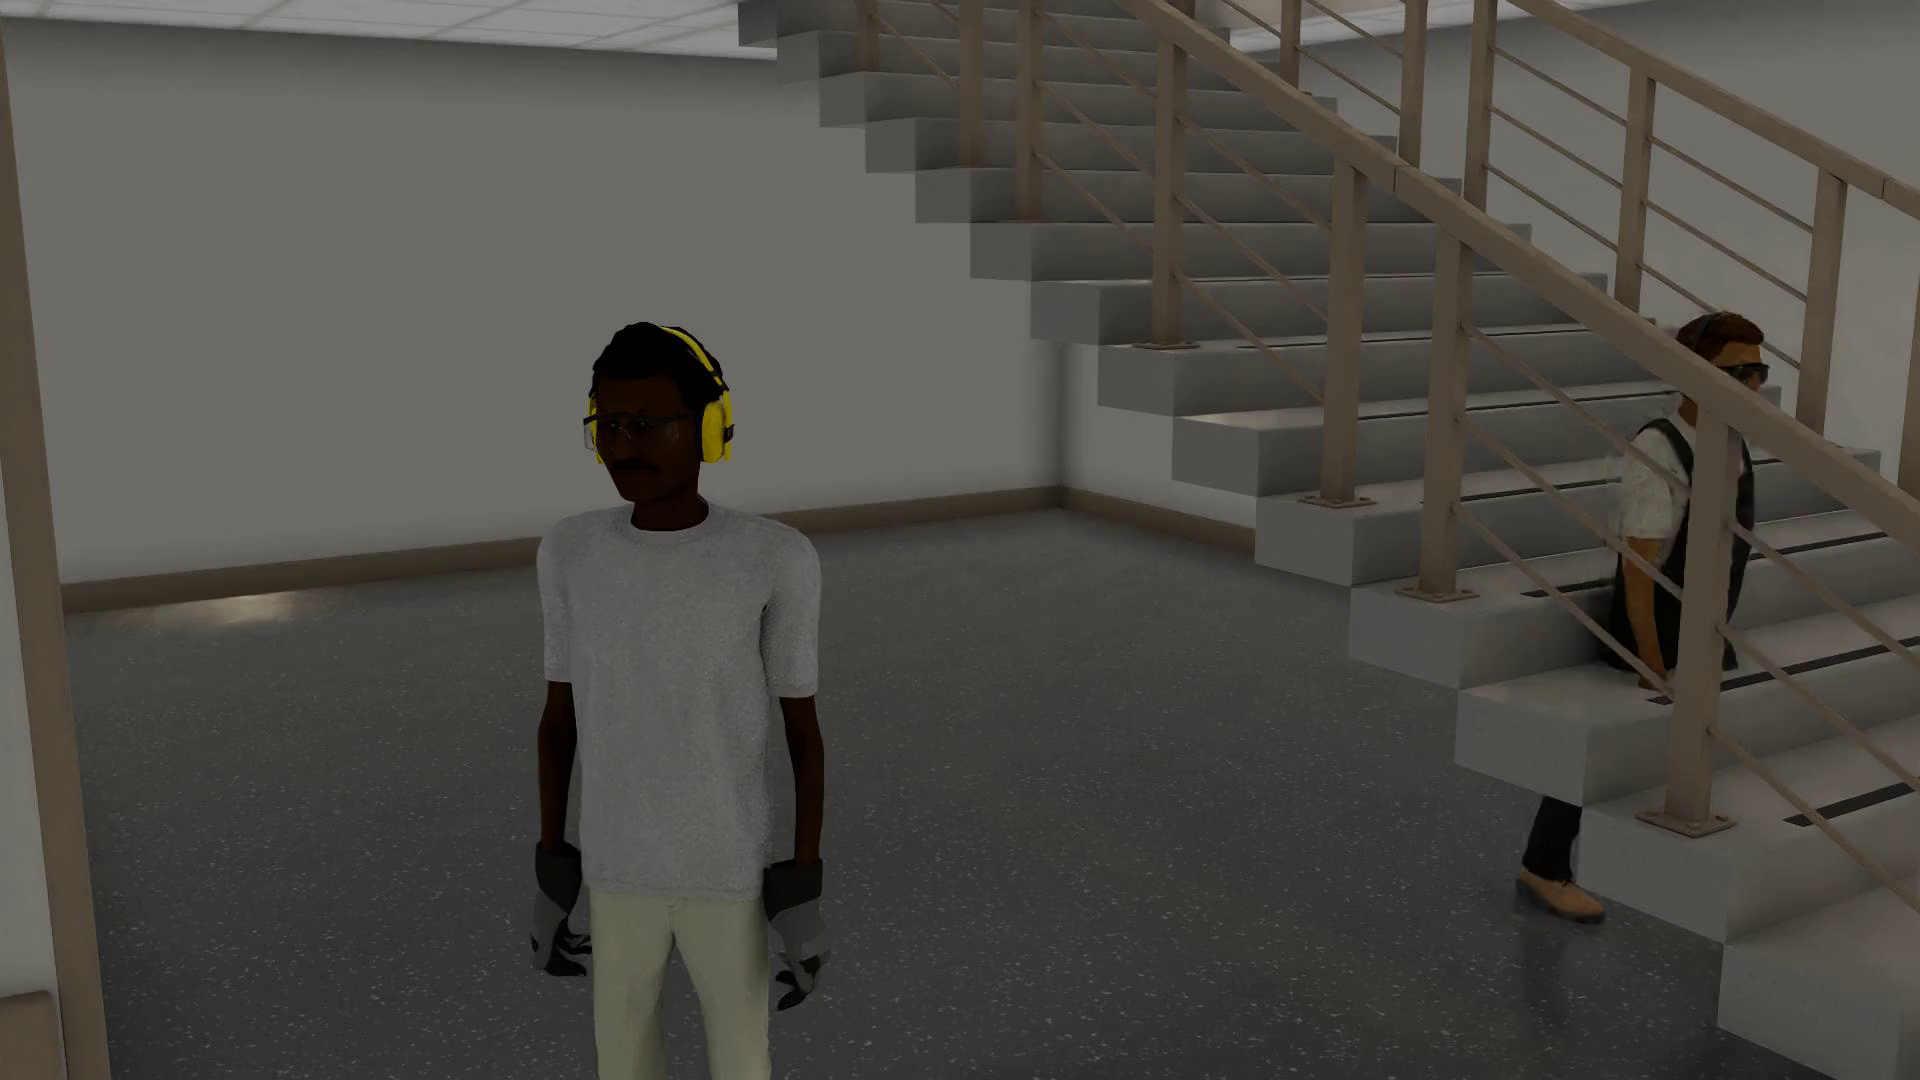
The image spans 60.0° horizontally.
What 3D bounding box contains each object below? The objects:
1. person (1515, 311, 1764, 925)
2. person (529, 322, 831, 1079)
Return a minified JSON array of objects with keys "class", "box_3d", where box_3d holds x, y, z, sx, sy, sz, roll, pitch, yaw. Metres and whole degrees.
[{"class":"person","box_3d":[1.969,0.277,4.554,0.538,1.792,0.983,-7,13,-32]},{"class":"person","box_3d":[-0.474,0.577,2.762,0.530,1.871,0.323,2,11,10]}]
